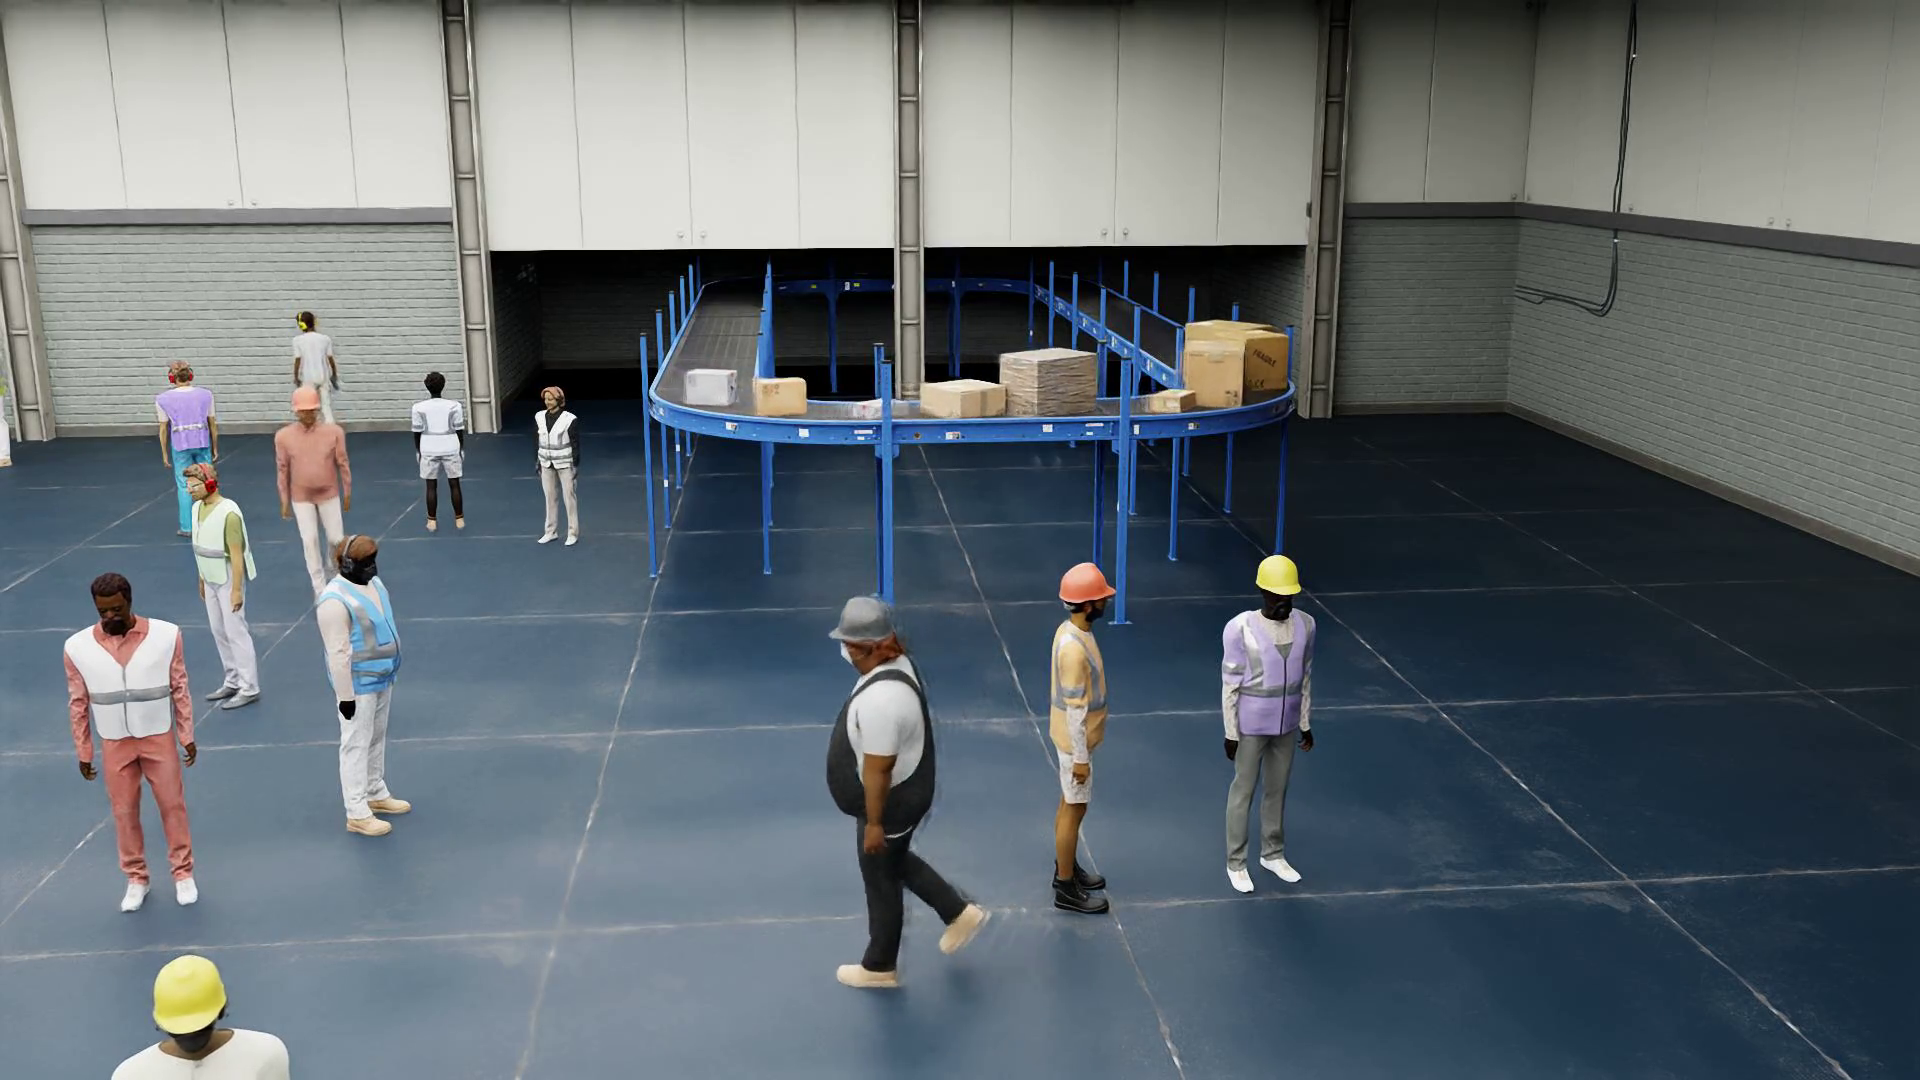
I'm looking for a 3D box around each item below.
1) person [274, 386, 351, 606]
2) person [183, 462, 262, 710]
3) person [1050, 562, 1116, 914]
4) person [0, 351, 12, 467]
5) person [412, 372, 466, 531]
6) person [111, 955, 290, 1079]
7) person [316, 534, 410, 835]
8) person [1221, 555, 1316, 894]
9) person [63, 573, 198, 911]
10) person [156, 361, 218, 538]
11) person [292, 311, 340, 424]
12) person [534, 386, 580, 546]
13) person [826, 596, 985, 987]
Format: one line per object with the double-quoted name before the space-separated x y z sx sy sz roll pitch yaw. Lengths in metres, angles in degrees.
"person" -5.779 -0.405 14.892 0.627 1.977 0.470 -5 15 -21
"person" -5.440 0.320 12.303 0.575 1.831 0.395 11 18 38
"person" 0.663 1.068 9.081 0.342 1.941 0.551 1 14 3
"person" -12.219 -1.833 20.894 0.429 1.844 0.623 -12 19 -41
"person" -5.498 -0.930 17.588 0.531 1.693 0.317 -4 15 -15
"person" -2.357 2.116 5.265 0.528 1.760 0.333 -6 15 -22
"person" -3.613 0.861 10.119 0.429 1.839 0.633 1 14 4
"person" 1.734 1.016 9.321 0.585 1.928 0.365 -6 15 -23
"person" -4.507 1.085 9.092 0.604 1.906 0.405 -6 15 -21
"person" -8.020 -0.941 17.346 0.561 1.836 0.392 -11 18 -38
"person" -8.499 -2.090 21.917 0.633 1.839 0.586 -10 17 -35
"person" -4.117 -0.759 17.002 0.513 1.642 0.311 5 15 18
"person" -0.306 1.235 8.215 0.706 2.000 0.705 1 14 5
